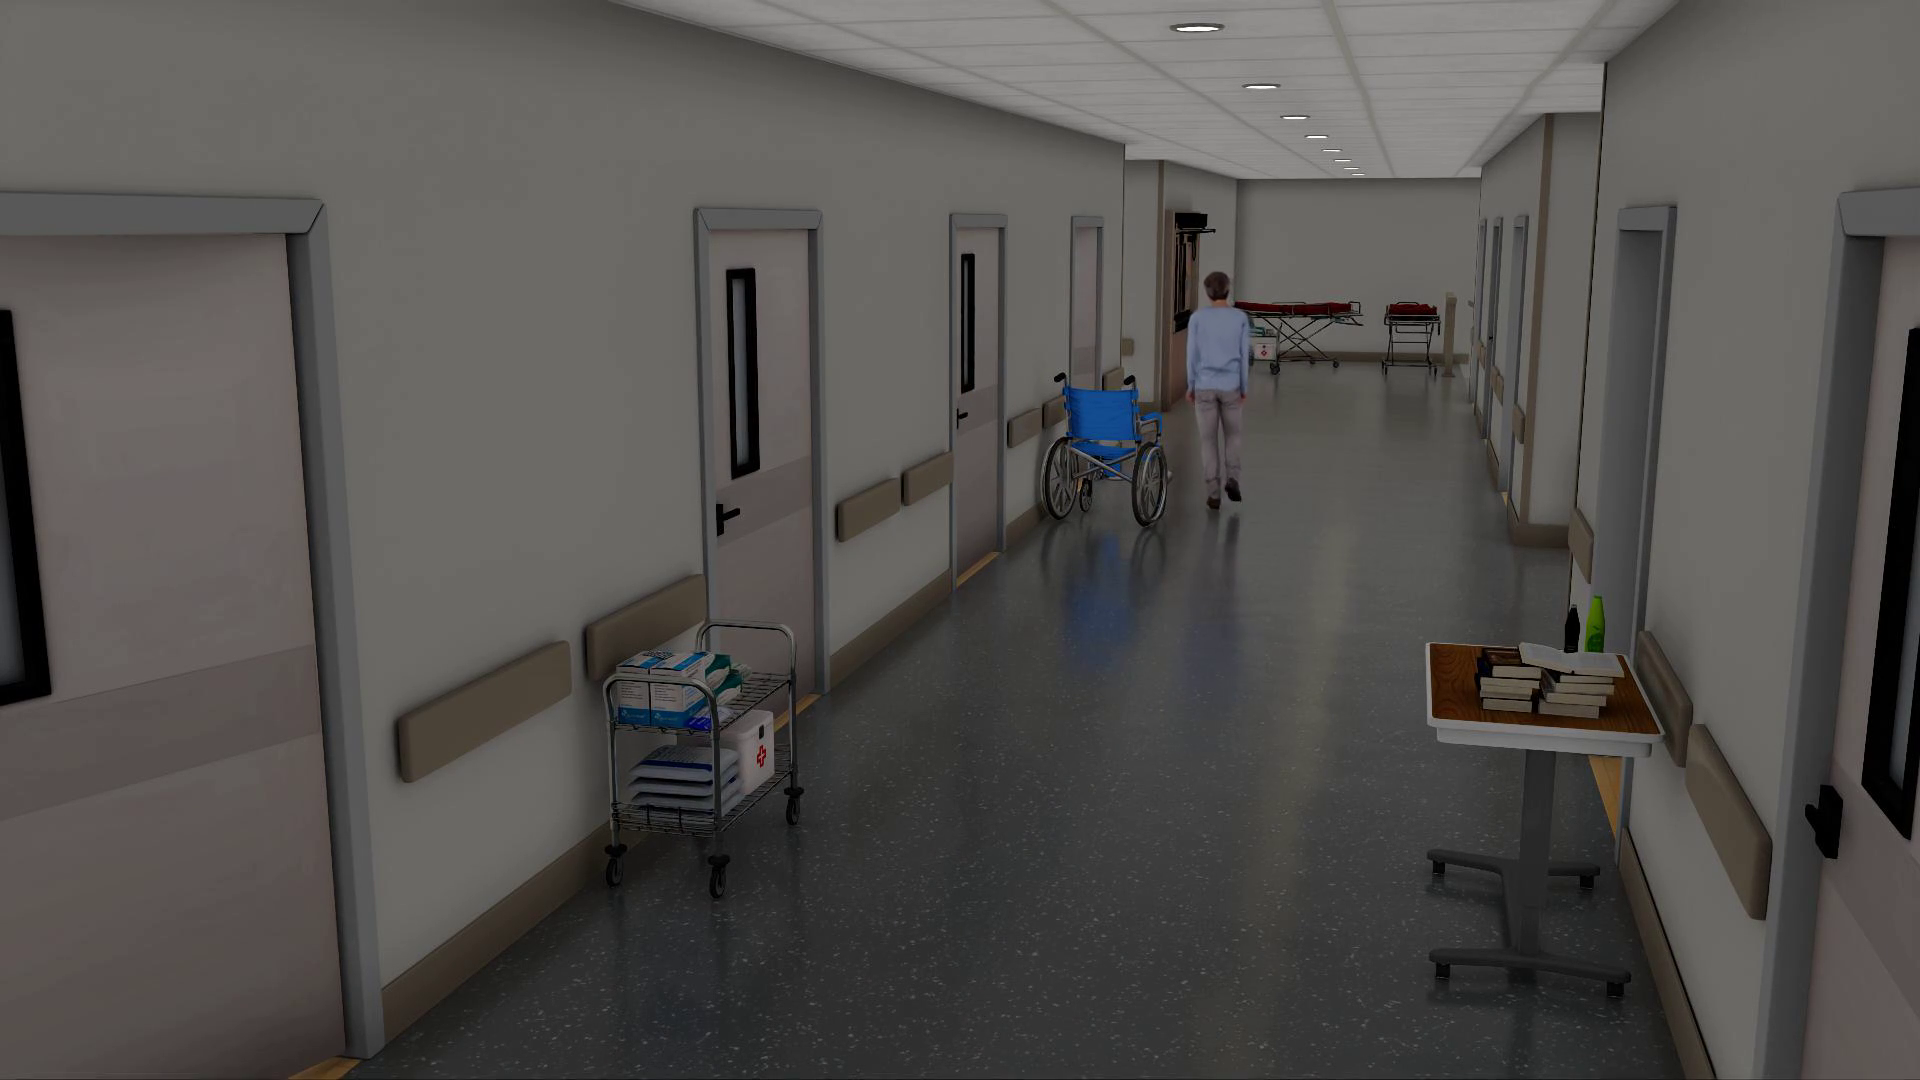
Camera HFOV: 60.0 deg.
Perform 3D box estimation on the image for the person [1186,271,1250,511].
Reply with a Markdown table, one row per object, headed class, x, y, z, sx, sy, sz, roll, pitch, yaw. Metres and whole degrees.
| class | x | y | z | sx | sy | sz | roll | pitch | yaw |
| --- | --- | --- | --- | --- | --- | --- | --- | --- | --- |
| person | 2.034 | -1.161 | 13.107 | 0.714 | 1.877 | 0.771 | 1 | 11 | 5 |
